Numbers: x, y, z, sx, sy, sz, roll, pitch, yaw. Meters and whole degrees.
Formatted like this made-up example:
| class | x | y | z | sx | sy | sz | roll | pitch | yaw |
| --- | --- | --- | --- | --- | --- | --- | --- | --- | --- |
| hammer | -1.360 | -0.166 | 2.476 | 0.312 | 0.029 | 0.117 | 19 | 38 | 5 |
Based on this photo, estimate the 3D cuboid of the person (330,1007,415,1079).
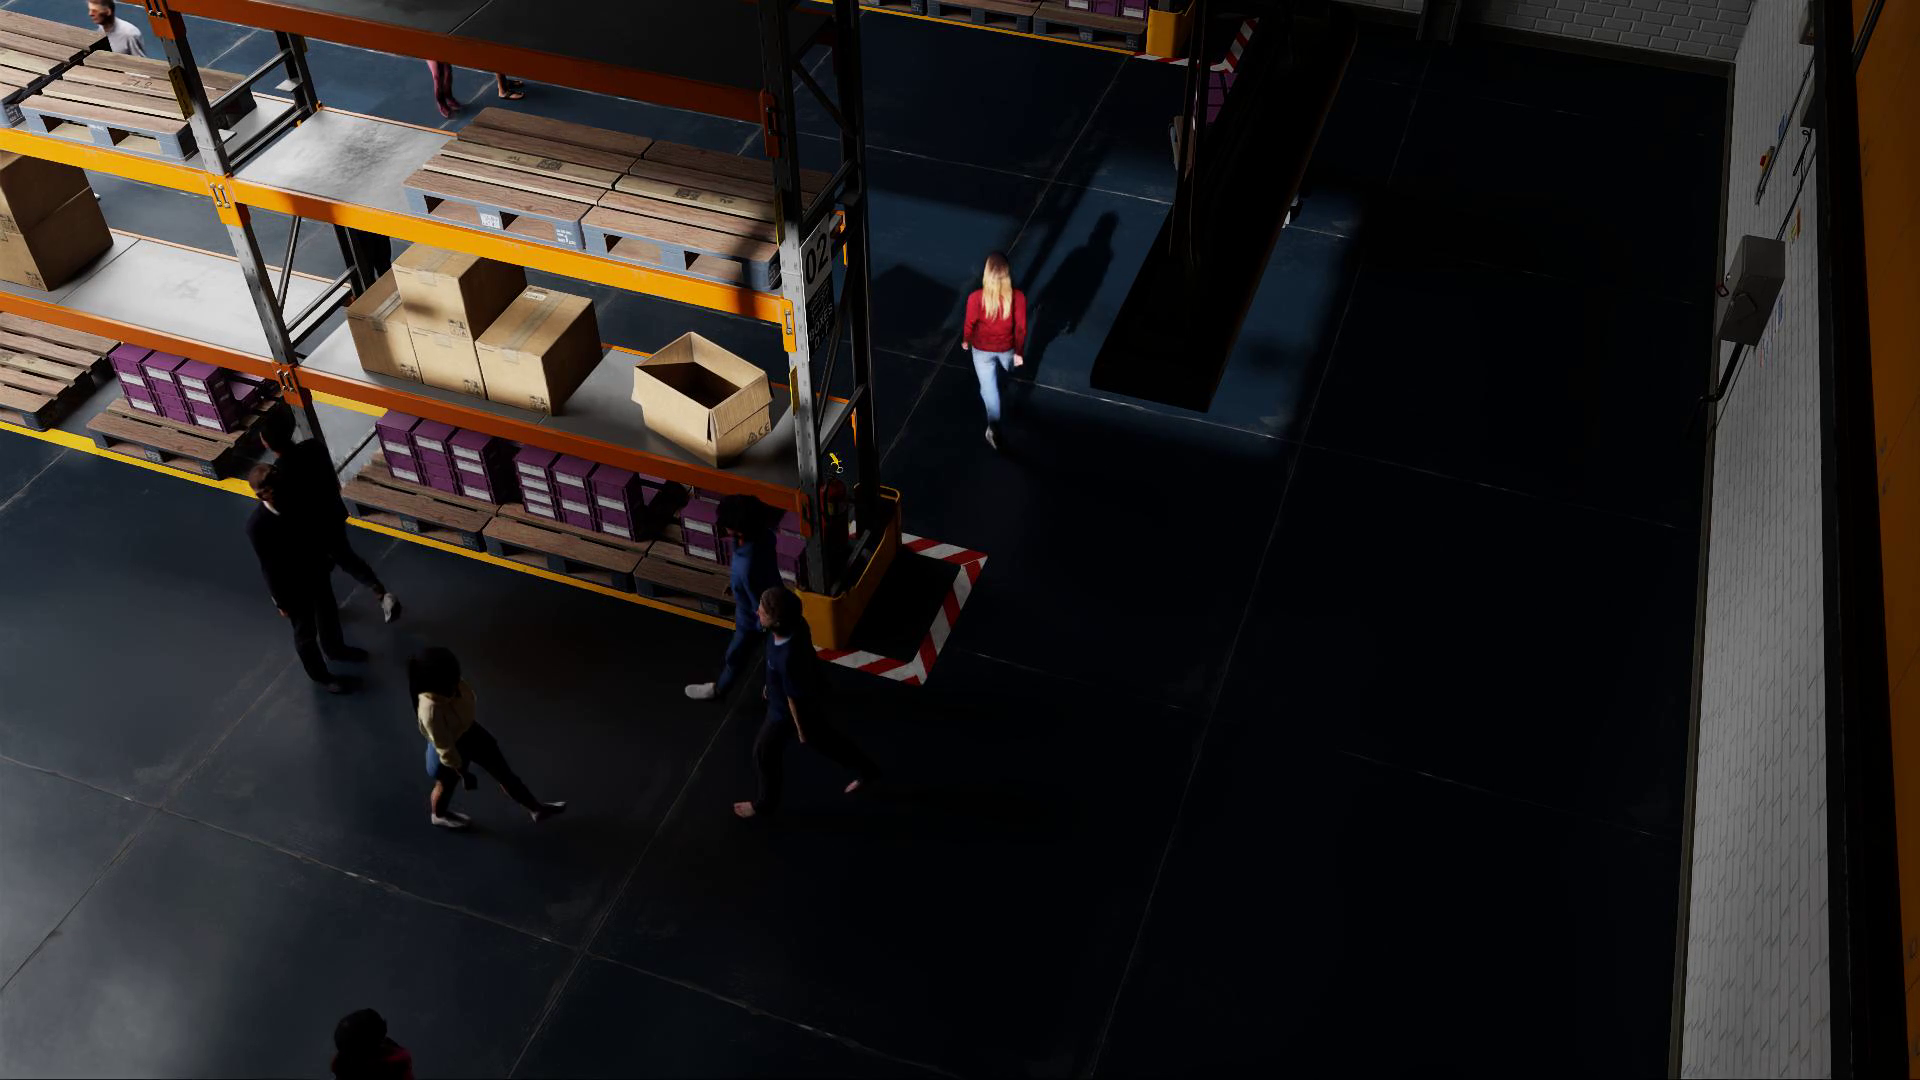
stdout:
| class | x | y | z | sx | sy | sz | roll | pitch | yaw |
| --- | --- | --- | --- | --- | --- | --- | --- | --- | --- |
| person | -2.793 | 2.813 | 7.998 | 0.893 | 1.703 | 0.735 | 25 | 49 | 24 |

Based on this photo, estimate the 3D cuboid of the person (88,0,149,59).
| class | x | y | z | sx | sy | sz | roll | pitch | yaw |
| --- | --- | --- | --- | --- | --- | --- | --- | --- | --- |
| person | -7.537 | -4.198 | 15.277 | 0.556 | 1.813 | 0.735 | 20 | 47 | 20 |

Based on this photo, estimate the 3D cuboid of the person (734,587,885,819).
| class | x | y | z | sx | sy | sz | roll | pitch | yaw |
| --- | --- | --- | --- | --- | --- | --- | --- | --- | --- |
| person | -0.879 | 0.965 | 9.847 | 1.248 | 1.827 | 0.939 | -1 | 44 | -2 |

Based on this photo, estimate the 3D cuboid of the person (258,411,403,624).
| class | x | y | z | sx | sy | sz | roll | pitch | yaw |
| --- | --- | --- | --- | --- | --- | --- | --- | --- | --- |
| person | -4.179 | -0.094 | 10.986 | 1.079 | 1.789 | 0.782 | 20 | 47 | 19 |

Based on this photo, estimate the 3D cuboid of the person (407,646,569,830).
| class | x | y | z | sx | sy | sz | roll | pitch | yaw |
| --- | --- | --- | --- | --- | --- | --- | --- | --- | --- |
| person | -3.037 | 1.210 | 9.766 | 1.154 | 1.583 | 0.834 | 4 | 44 | 4 |

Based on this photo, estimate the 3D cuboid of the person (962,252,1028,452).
| class | x | y | z | sx | sy | sz | roll | pitch | yaw |
| --- | --- | --- | --- | --- | --- | --- | --- | --- | --- |
| person | 0.276 | -1.380 | 12.484 | 1.079 | 1.585 | 1.036 | -10 | 45 | -10 |

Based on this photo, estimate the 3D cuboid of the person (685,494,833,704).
| class | x | y | z | sx | sy | sz | roll | pitch | yaw |
| --- | --- | --- | --- | --- | --- | --- | --- | --- | --- |
| person | -1.161 | 0.418 | 10.471 | 1.234 | 1.760 | 0.842 | 4 | 44 | 5 |

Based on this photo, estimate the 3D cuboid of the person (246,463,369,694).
| class | x | y | z | sx | sy | sz | roll | pitch | yaw |
| --- | --- | --- | --- | --- | --- | --- | --- | --- | --- |
| person | -4.222 | 0.206 | 10.653 | 0.593 | 1.814 | 0.704 | 11 | 45 | 11 |
